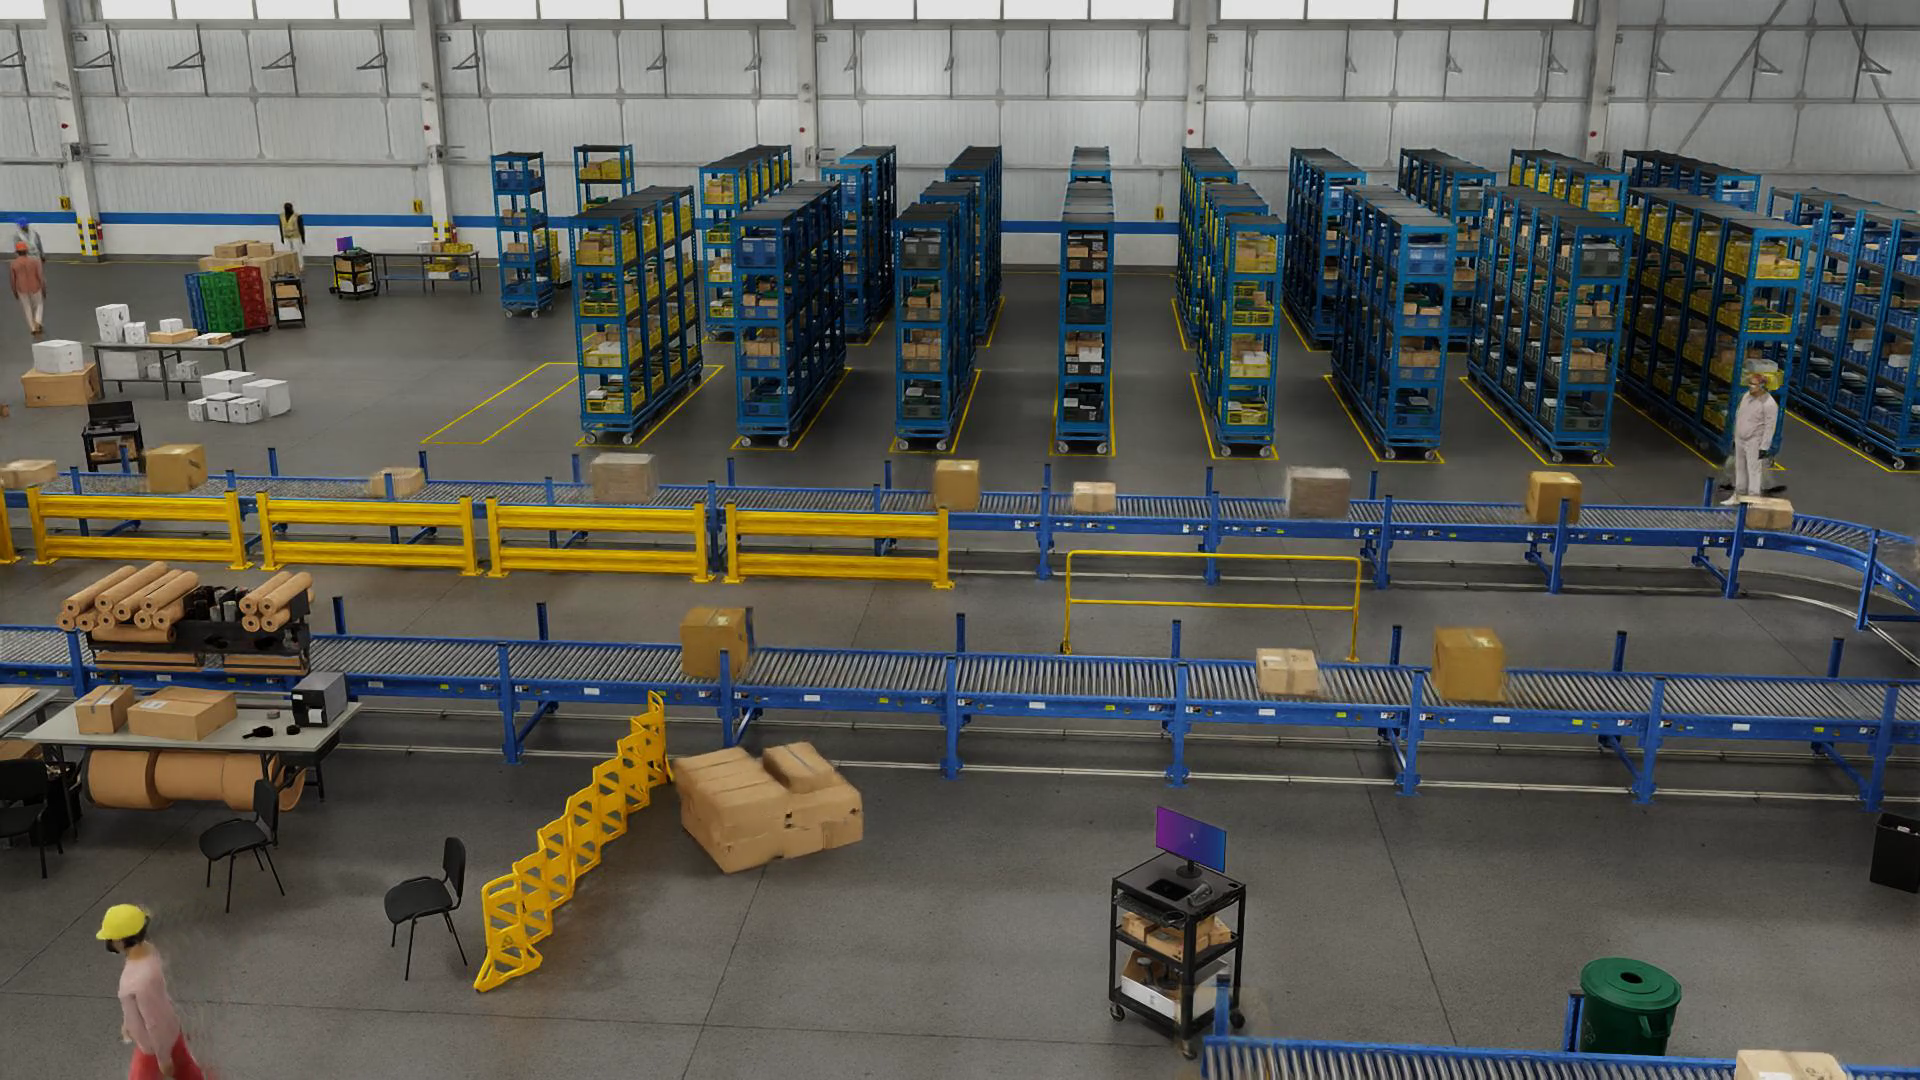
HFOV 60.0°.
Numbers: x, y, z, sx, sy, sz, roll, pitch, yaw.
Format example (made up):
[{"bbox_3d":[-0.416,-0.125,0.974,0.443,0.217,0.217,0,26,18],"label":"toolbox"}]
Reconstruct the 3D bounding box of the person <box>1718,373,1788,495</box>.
[{"bbox_3d":[11.214,-1.490,23.383,0.897,1.765,0.607,2,18,6],"label":"person"}]

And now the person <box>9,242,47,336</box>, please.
[{"bbox_3d":[-19.699,-5.317,35.187,0.652,1.975,0.549,-7,19,-21],"label":"person"}]

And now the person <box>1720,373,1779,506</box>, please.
[{"bbox_3d":[10.760,-1.330,22.661,0.408,1.906,0.653,-4,18,-12],"label":"person"}]

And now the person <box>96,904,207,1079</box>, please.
[{"bbox_3d":[-4.745,2.882,9.598,0.922,1.713,0.541,-7,19,-22],"label":"person"}]

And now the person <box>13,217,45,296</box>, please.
[{"bbox_3d":[-22.568,-6.891,40.315,0.653,1.909,0.798,-14,22,-37],"label":"person"}]

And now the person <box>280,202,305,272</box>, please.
[{"bbox_3d":[-17.630,-7.991,43.929,0.635,1.830,0.430,3,18,8],"label":"person"}]
